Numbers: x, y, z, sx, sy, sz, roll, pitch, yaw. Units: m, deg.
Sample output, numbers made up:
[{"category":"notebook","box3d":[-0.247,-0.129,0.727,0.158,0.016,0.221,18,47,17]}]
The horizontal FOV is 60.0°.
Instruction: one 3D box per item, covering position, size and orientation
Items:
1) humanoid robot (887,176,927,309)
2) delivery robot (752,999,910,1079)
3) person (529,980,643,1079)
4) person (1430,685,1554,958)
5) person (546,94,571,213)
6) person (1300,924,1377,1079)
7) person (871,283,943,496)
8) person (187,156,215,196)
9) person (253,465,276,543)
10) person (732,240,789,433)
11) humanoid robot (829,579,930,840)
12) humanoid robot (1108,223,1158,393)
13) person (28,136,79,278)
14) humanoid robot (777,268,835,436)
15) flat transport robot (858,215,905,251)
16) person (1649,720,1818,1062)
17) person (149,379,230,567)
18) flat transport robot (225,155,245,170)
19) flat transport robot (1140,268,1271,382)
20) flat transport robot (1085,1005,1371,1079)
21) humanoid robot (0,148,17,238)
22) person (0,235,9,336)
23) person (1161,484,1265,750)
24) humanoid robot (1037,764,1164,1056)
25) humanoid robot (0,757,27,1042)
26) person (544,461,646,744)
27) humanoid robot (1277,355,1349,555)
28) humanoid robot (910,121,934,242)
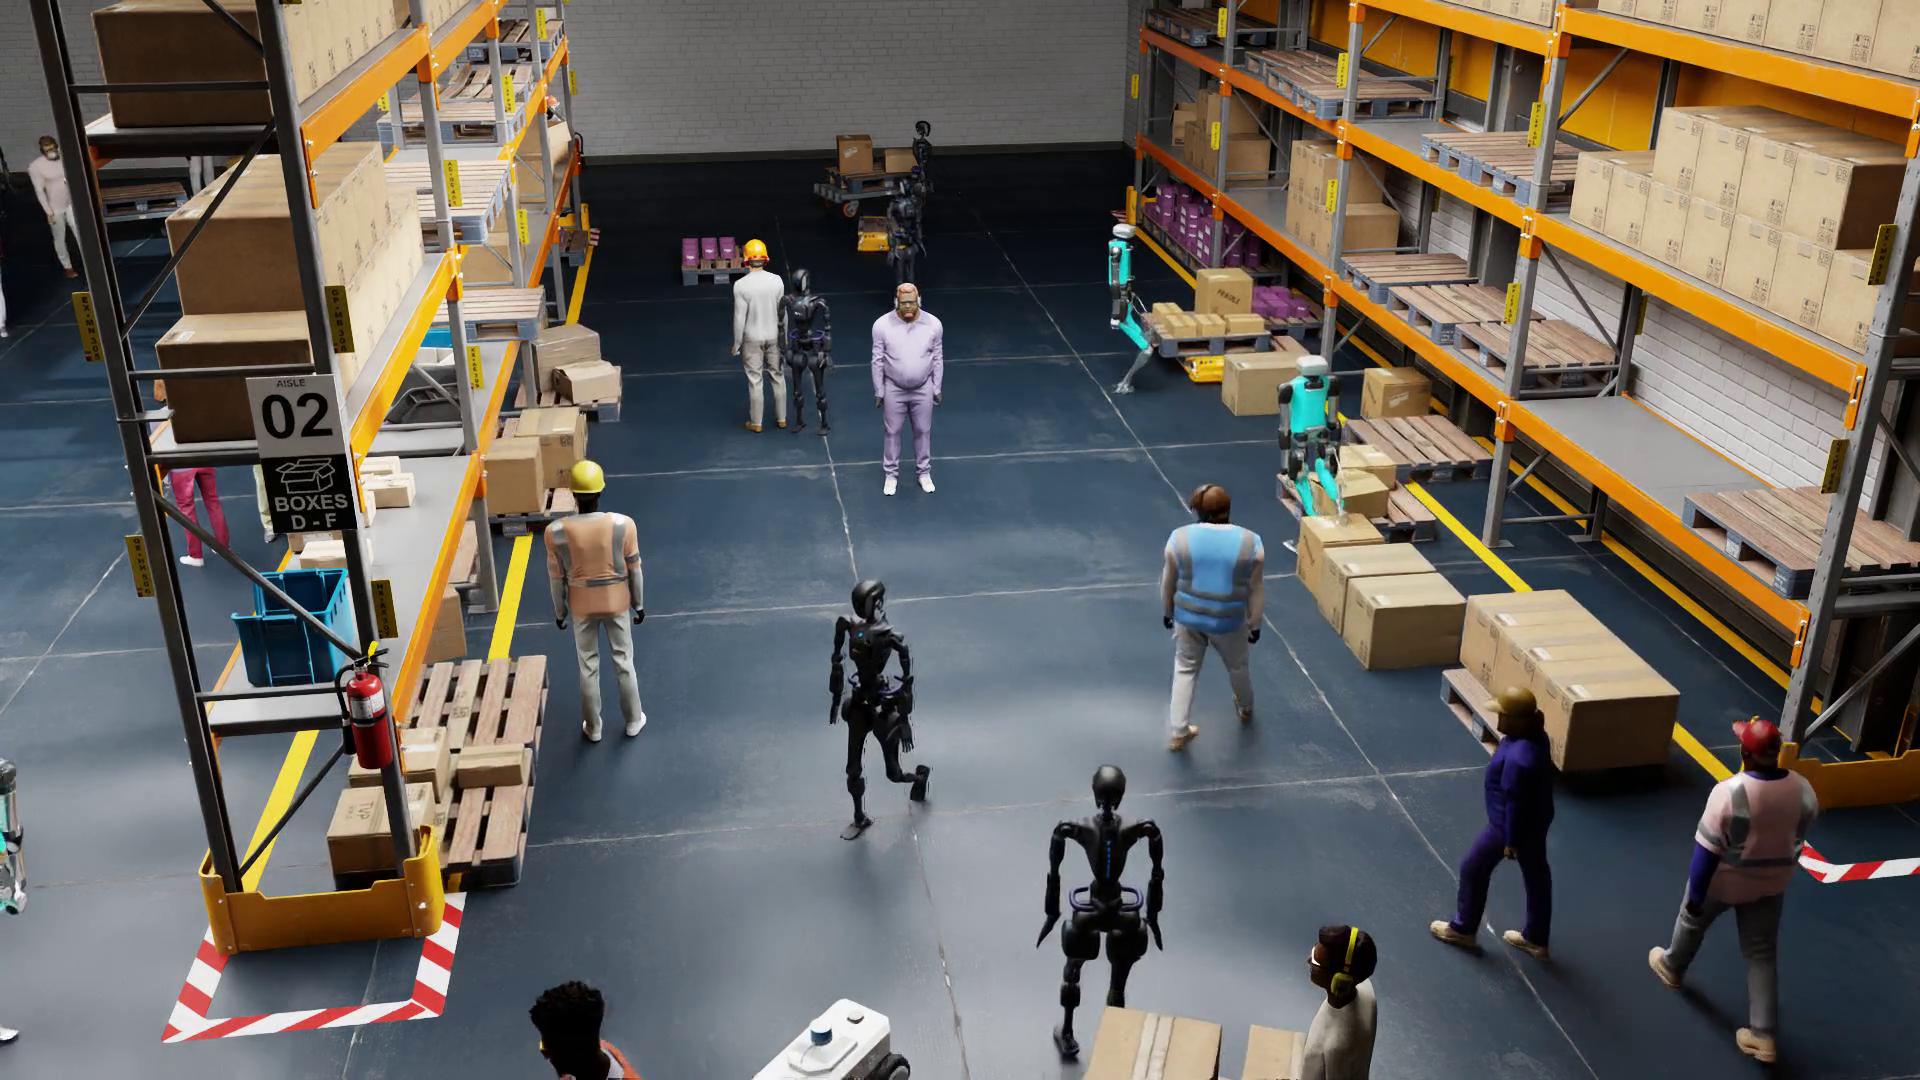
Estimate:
[{"category":"humanoid robot","box3d":[-0.667,-3.530,19.966,0.326,1.657,0.608,20,30,38]},{"category":"delivery robot","box3d":[-0.629,2.468,7.680,0.499,0.580,0.769,15,28,30]},{"category":"person","box3d":[-1.256,2.446,6.024,0.453,1.940,0.644,-20,31,-38]},{"category":"person","box3d":[2.852,1.454,8.706,0.703,1.592,0.503,18,29,34]},{"category":"person","box3d":[-6.125,-5.837,25.121,0.319,1.755,0.568,-17,29,-34]},{"category":"person","box3d":[1.412,2.276,6.497,0.328,1.876,0.507,8,25,17]},{"category":"person","box3d":[-0.455,-1.327,14.666,0.642,1.908,0.414,-4,24,-9]},{"category":"person","box3d":[-11.608,-5.989,25.380,0.430,1.835,0.626,9,25,19]},{"category":"person","box3d":[-5.681,-0.823,13.716,0.561,1.743,0.340,-10,26,-22]},{"category":"person","box3d":[-1.933,-1.972,16.150,0.570,1.897,0.365,-11,26,-23]},{"category":"humanoid robot","box3d":[-0.472,0.938,9.811,0.615,1.629,0.649,15,28,30]},{"category":"humanoid robot","box3d":[1.836,-2.392,17.245,0.655,1.755,0.532,7,25,16]},{"category":"person","box3d":[-11.457,-4.232,21.318,1.065,1.872,0.636,21,31,39]},{"category":"humanoid robot","box3d":[-1.480,-1.820,16.071,0.600,1.650,0.328,6,24,14]},{"category":"flat transport robot","box3d":[-1.111,-4.354,23.598,0.659,0.231,1.431,-1,24,-2]},{"category":"person","box3d":[3.833,1.654,8.118,0.605,1.709,0.915,0,24,-1]},{"category":"person","box3d":[-6.161,-0.573,13.292,0.290,1.628,0.499,17,29,34]},{"category":"flat transport robot","box3d":[-10.211,-5.047,25.177,0.659,0.231,1.431,0,24,0]},{"category":"flat transport robot","box3d":[2.711,-2.050,18.348,0.659,0.231,1.431,-3,24,-8]},{"category":"flat transport robot","box3d":[1.087,2.893,7.088,0.659,0.231,1.431,6,24,13]},{"category":"humanoid robot","box3d":[-13.634,-5.009,23.384,0.586,1.628,0.751,-12,26,-25]},{"category":"person","box3d":[-11.420,-3.380,19.352,0.508,1.899,1.008,-14,27,-29]},{"category":"person","box3d":[1.630,0.444,10.782,0.665,1.784,0.736,5,24,10]},{"category":"humanoid robot","box3d":[0.661,1.796,7.841,0.603,1.648,0.428,0,24,0]},{"category":"humanoid robot","box3d":[-4.844,1.749,7.995,0.813,1.865,0.542,10,25,21]},{"category":"person","box3d":[-2.325,0.406,10.692,0.585,1.928,0.367,-5,24,-11]},{"category":"humanoid robot","box3d":[2.838,-0.522,13.068,0.562,1.756,0.947,-6,25,-14]},{"category":"humanoid robot","box3d":[-0.535,-5.077,23.474,0.315,1.657,0.599,2,24,4]}]
